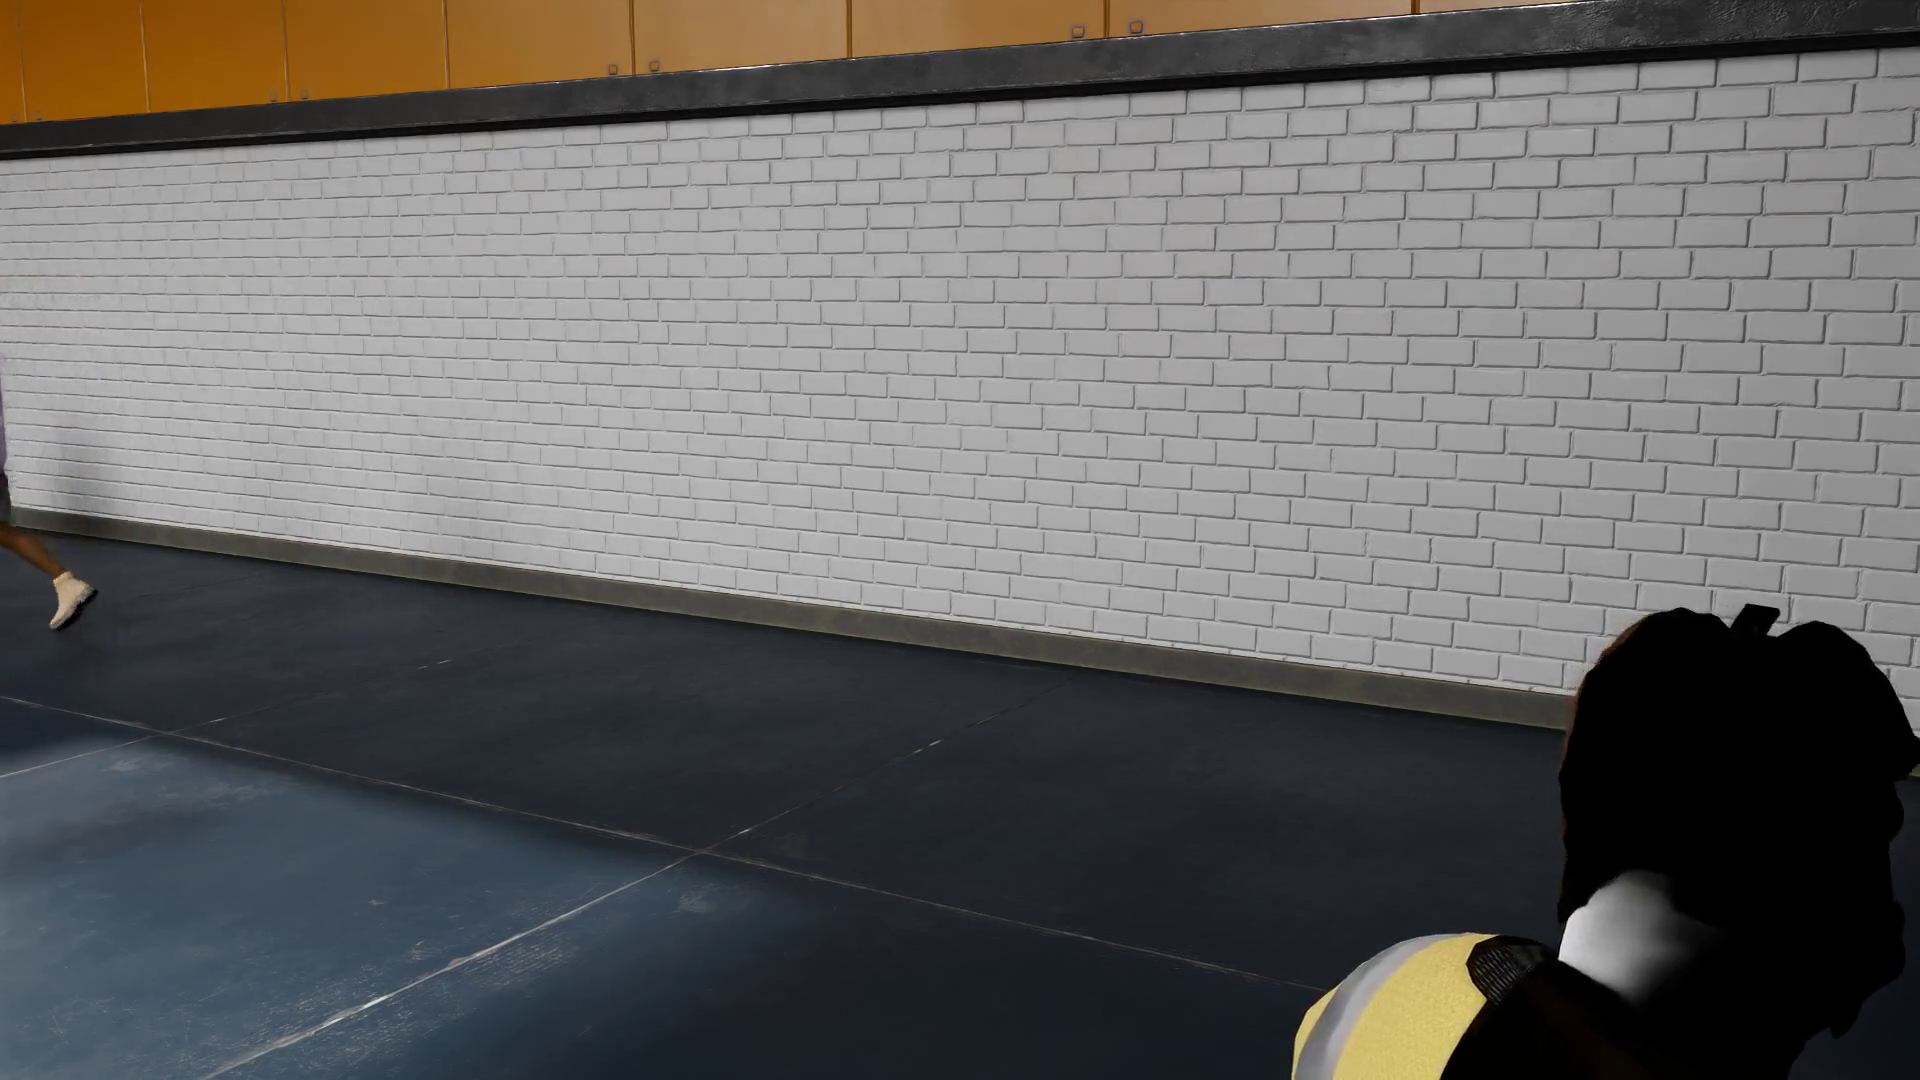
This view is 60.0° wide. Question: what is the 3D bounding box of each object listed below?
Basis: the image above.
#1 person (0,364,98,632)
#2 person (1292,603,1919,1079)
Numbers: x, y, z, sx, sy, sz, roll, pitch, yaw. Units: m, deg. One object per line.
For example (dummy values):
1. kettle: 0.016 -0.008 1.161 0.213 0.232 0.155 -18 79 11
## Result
1. person: -5.356 -0.438 9.134 0.941 2.016 0.613 -2 9 -9
2. person: 0.447 0.940 1.087 0.429 1.838 0.634 -3 10 -17
